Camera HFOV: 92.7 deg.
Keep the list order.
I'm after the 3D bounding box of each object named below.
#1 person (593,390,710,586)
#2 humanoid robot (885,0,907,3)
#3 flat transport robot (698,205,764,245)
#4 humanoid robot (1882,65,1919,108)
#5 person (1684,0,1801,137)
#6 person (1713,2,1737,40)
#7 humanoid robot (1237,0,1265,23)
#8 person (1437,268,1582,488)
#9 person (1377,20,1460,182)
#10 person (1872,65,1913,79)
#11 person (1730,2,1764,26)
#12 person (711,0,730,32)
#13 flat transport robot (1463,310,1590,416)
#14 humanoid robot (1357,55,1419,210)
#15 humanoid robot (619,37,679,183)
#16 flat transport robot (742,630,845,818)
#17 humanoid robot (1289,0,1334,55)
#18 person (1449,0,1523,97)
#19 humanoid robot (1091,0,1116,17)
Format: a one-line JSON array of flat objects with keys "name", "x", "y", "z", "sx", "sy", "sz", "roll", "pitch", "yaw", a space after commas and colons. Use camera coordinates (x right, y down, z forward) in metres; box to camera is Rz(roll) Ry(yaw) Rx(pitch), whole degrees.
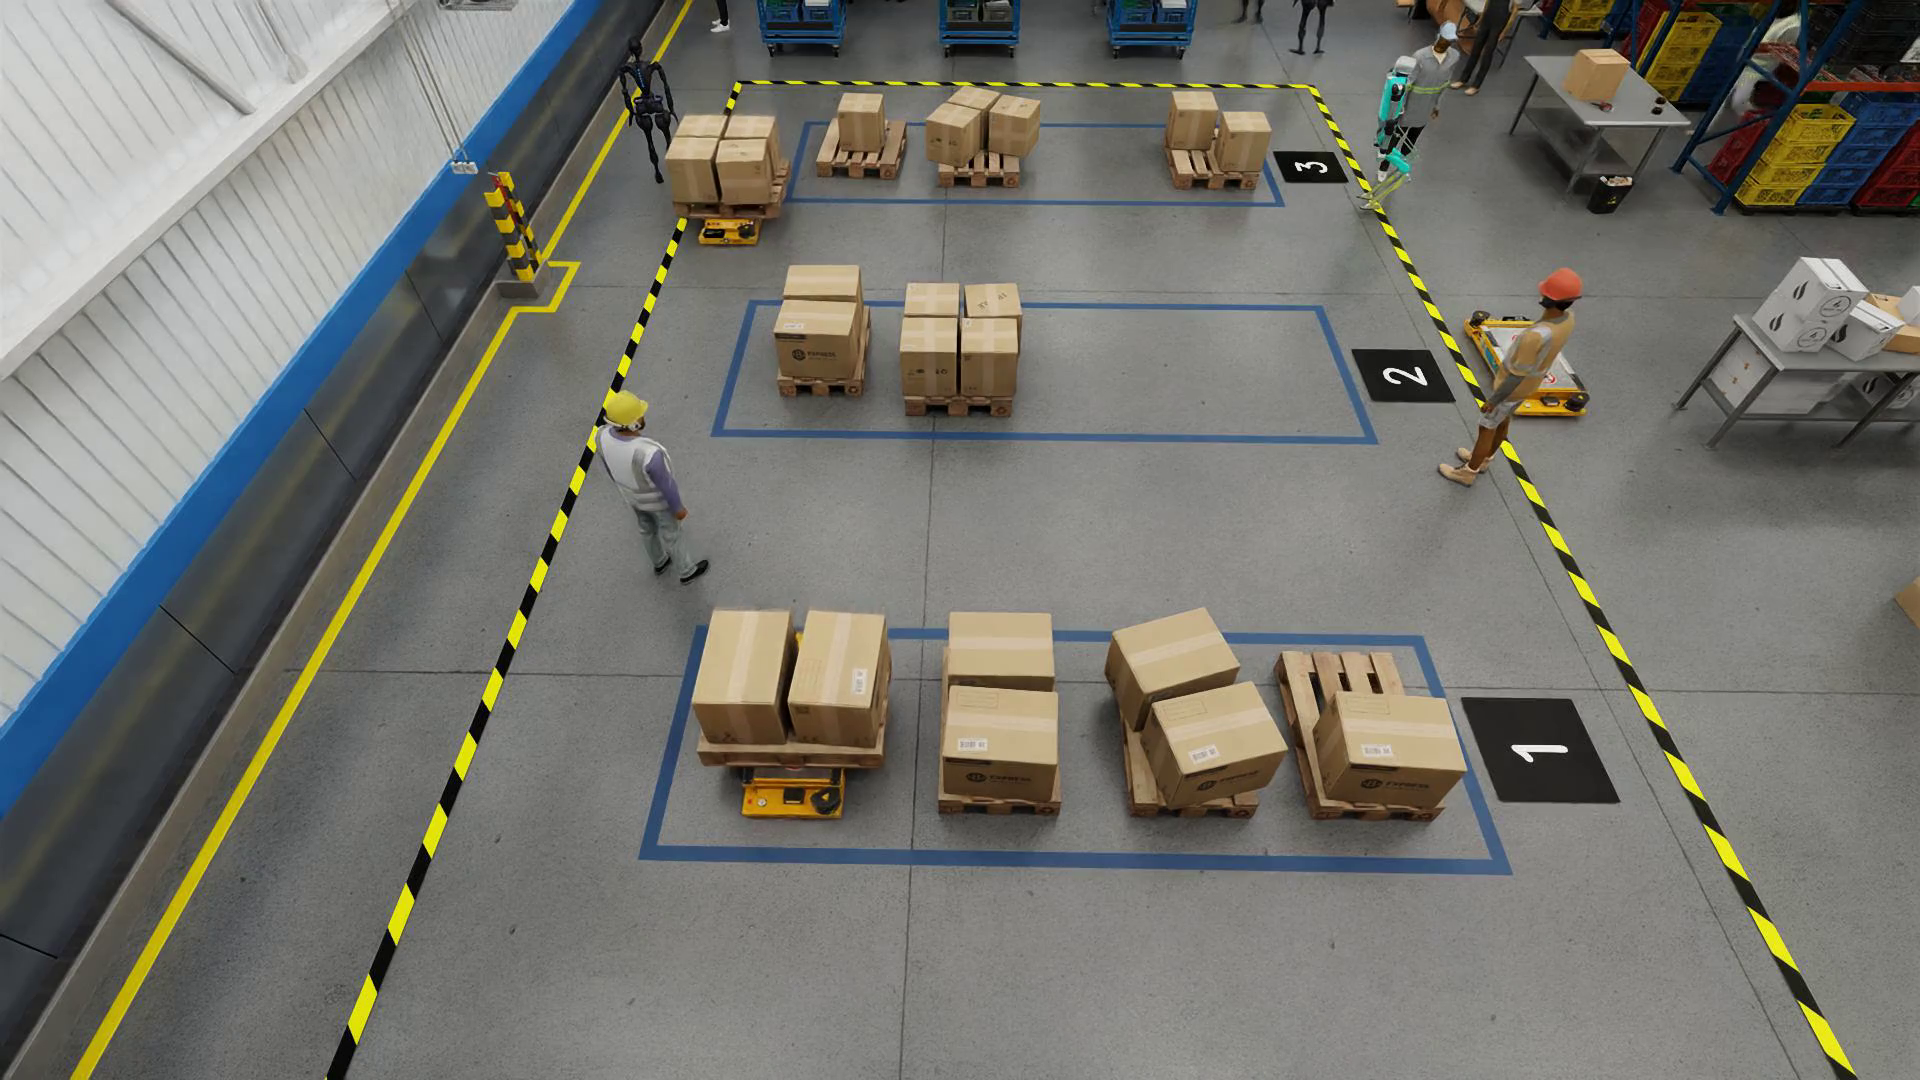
[{"name": "person", "x": -2.293, "y": -0.364, "z": 6.813, "sx": 0.599, "sy": 1.829, "sz": 0.404, "roll": 22, "pitch": 53, "yaw": 18}, {"name": "humanoid robot", "x": -1.115, "y": -9.828, "z": 15.099, "sx": 0.599, "sy": 1.655, "sz": 0.315, "roll": 20, "pitch": 52, "yaw": 17}, {"name": "flat transport robot", "x": -2.678, "y": -4.013, "z": 10.989, "sx": 0.652, "sy": 0.197, "sz": 1.431, "roll": 1, "pitch": 49, "yaw": 1}, {"name": "humanoid robot", "x": 11.757, "y": -5.495, "z": 11.379, "sx": 0.607, "sy": 1.641, "sz": 0.621, "roll": 2, "pitch": 49, "yaw": 2}, {"name": "person", "x": 10.213, "y": -6.040, "z": 11.738, "sx": 0.695, "sy": 1.821, "sz": 0.621, "roll": 1, "pitch": 49, "yaw": 1}, {"name": "person", "x": 11.553, "y": -8.223, "z": 13.666, "sx": 0.376, "sy": 1.751, "sz": 0.549, "roll": -10, "pitch": 50, "yaw": -8}, {"name": "humanoid robot", "x": 4.722, "y": -9.066, "z": 14.448, "sx": 0.583, "sy": 1.640, "sz": 0.384, "roll": 12, "pitch": 50, "yaw": 10}, {"name": "person", "x": 4.487, "y": -1.282, "z": 7.473, "sx": 0.613, "sy": 2.037, "sz": 0.386, "roll": -31, "pitch": 56, "yaw": -24}, {"name": "person", "x": 5.515, "y": -5.223, "z": 11.007, "sx": 0.589, "sy": 1.852, "sz": 0.365, "roll": -6, "pitch": 49, "yaw": -6}, {"name": "person", "x": 14.016, "y": -7.543, "z": 13.045, "sx": 0.610, "sy": 1.801, "sz": 0.881, "roll": -7, "pitch": 50, "yaw": -6}, {"name": "person", "x": 11.519, "y": -7.809, "z": 13.277, "sx": 0.986, "sy": 1.804, "sz": 0.544, "roll": -10, "pitch": 50, "yaw": -9}, {"name": "person", "x": -3.877, "y": -8.923, "z": 14.198, "sx": 0.323, "sy": 1.871, "sz": 0.526, "roll": -5, "pitch": 49, "yaw": -4}, {"name": "flat transport robot", "x": 5.573, "y": -1.757, "z": 9.054, "sx": 0.659, "sy": 0.231, "sz": 1.431, "roll": 1, "pitch": 49, "yaw": 1}, {"name": "humanoid robot", "x": 5.024, "y": -4.592, "z": 10.448, "sx": 0.735, "sy": 1.677, "sz": 0.533, "roll": 9, "pitch": 50, "yaw": 8}, {"name": "humanoid robot", "x": -3.738, "y": -5.179, "z": 11.073, "sx": 0.599, "sy": 1.659, "sz": 0.315, "roll": -7, "pitch": 49, "yaw": -6}, {"name": "flat transport robot", "x": -1.096, "y": 1.237, "z": 6.444, "sx": 0.652, "sy": 0.197, "sz": 1.431, "roll": 1, "pitch": 49, "yaw": 1}, {"name": "humanoid robot", "x": 5.320, "y": -8.082, "z": 13.601, "sx": 0.614, "sy": 1.647, "sz": 0.467, "roll": -1, "pitch": 49, "yaw": -1}, {"name": "person", "x": 7.377, "y": -7.132, "z": 12.673, "sx": 0.374, "sy": 1.836, "sz": 0.504, "roll": -19, "pitch": 52, "yaw": -16}, {"name": "humanoid robot", "x": 2.452, "y": -9.141, "z": 14.502, "sx": 0.919, "sy": 1.808, "sz": 0.568, "roll": 23, "pitch": 53, "yaw": 18}]
